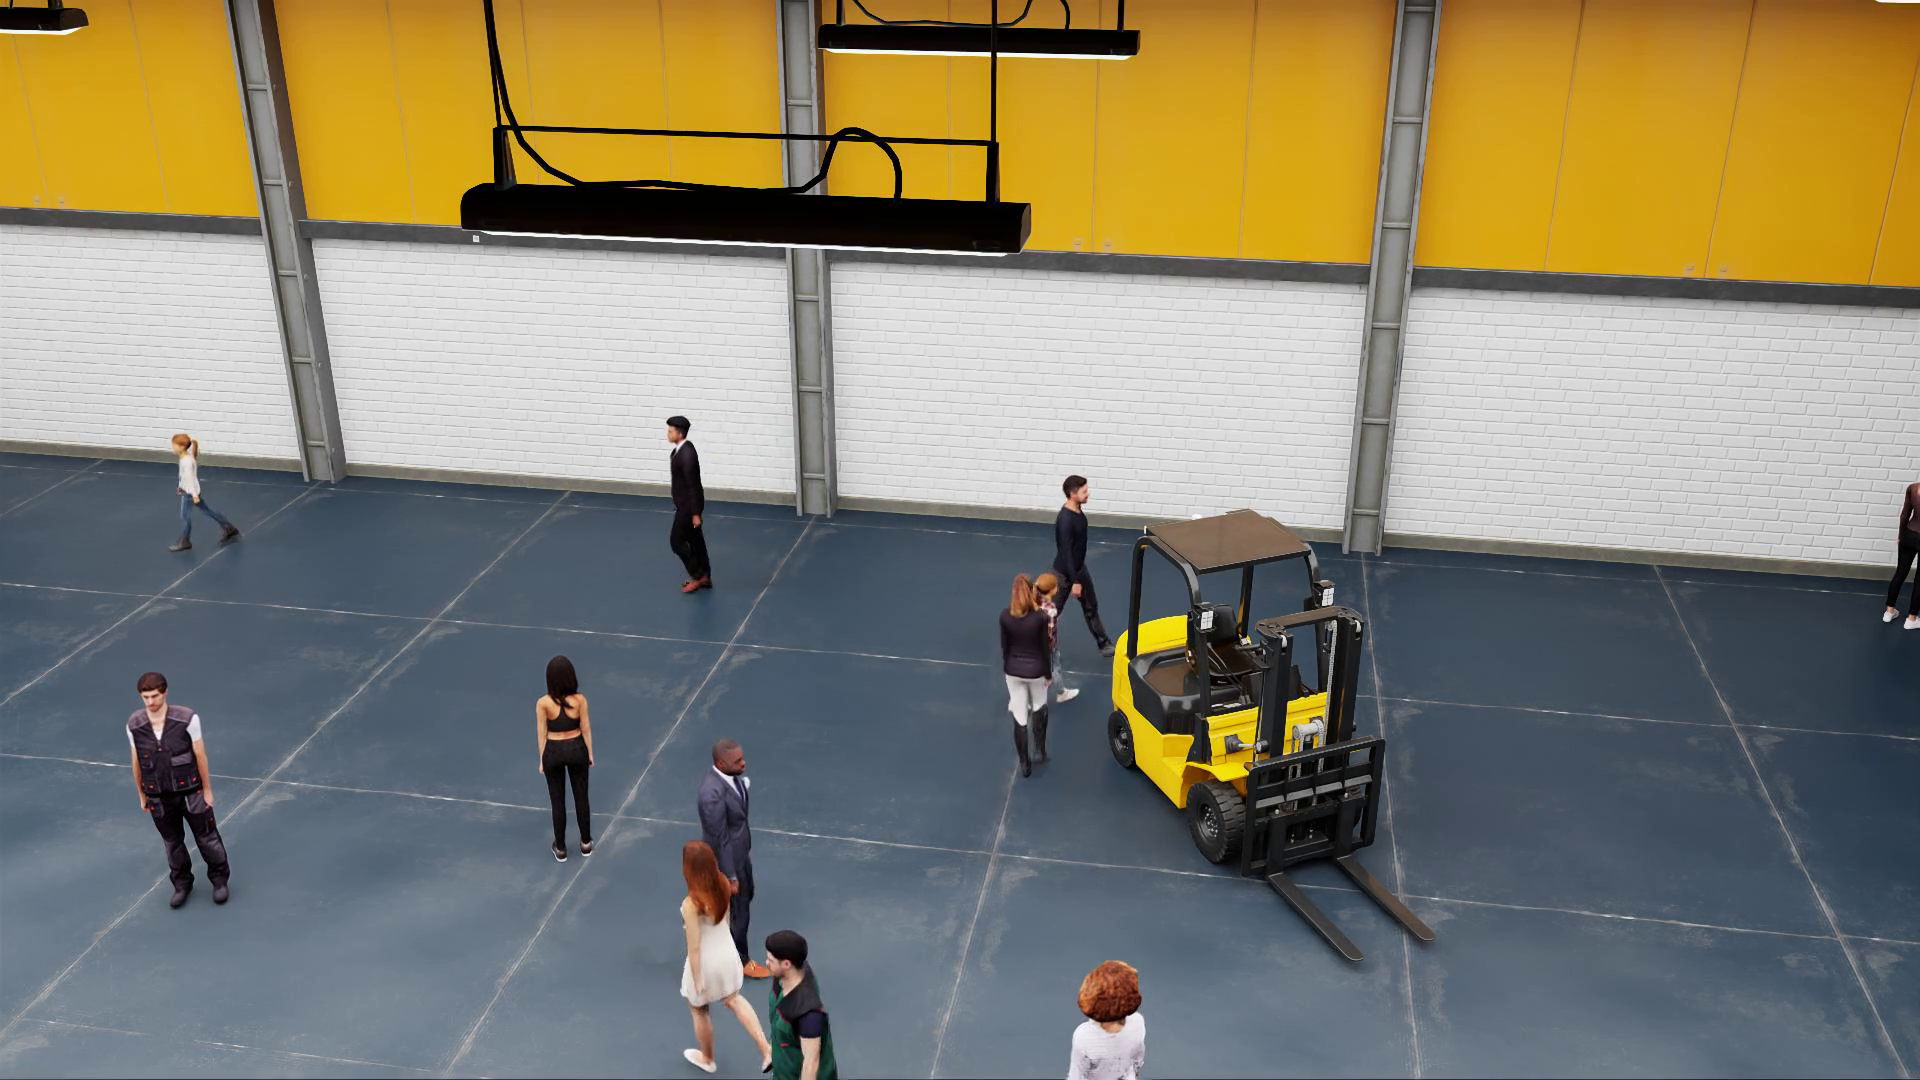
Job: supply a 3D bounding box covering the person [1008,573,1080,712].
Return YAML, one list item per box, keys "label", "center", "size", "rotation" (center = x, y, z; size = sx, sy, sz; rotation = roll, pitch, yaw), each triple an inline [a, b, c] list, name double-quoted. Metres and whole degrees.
- label: "person"
  center: [0.645, 0.918, 14.348]
  size: [0.983, 1.268, 0.895]
  rotation: [-13, 27, -28]

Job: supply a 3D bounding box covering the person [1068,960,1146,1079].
- label: "person"
  center: [0.819, 3.062, 8.911]
  size: [0.827, 1.694, 0.879]
  rotation: [-7, 25, -15]

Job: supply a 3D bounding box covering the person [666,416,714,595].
- label: "person"
  center: [-2.598, -0.364, 16.533]
  size: [0.739, 1.865, 0.796]
  rotation: [-3, 24, -7]

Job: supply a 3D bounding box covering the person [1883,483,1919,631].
- label: "person"
  center: [9.146, 0.022, 15.851]
  size: [0.715, 1.705, 0.670]
  rotation: [-14, 27, -29]

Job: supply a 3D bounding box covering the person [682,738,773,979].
- label: "person"
  center: [-1.607, 2.103, 10.971]
  size: [0.882, 1.800, 0.729]
  rotation: [2, 24, 5]

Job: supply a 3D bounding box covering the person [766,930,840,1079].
- label: "person"
  center: [-0.798, 2.897, 9.072]
  size: [0.865, 1.867, 0.856]
  rotation: [-12, 26, -25]

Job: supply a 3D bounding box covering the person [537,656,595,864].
- label: "person"
  center: [-2.913, 1.611, 12.293]
  size: [0.574, 1.643, 0.681]
  rotation: [-8, 25, -17]

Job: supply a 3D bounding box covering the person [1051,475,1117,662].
- label: "person"
  center: [0.897, 0.291, 15.085]
  size: [1.219, 1.825, 0.803]
  rotation: [8, 25, 17]

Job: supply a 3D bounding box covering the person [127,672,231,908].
- label: "person"
  center: [-5.528, 1.742, 11.741]
  size: [0.642, 1.846, 0.781]
  rotation: [-5, 24, -10]

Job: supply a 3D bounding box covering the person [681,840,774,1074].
- label: "person"
  center: [-1.430, 2.569, 10.040]
  size: [1.025, 1.693, 0.835]
  rotation: [17, 29, 34]

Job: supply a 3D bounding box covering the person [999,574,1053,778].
- label: "person"
  center: [0.506, 1.124, 13.307]
  size: [0.535, 1.722, 0.650]
  rotation: [6, 24, 14]

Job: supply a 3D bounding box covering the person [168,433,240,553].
- label: "person"
  center: [-8.047, -0.517, 17.607]
  size: [0.979, 1.286, 0.793]
  rotation: [-9, 25, -20]
